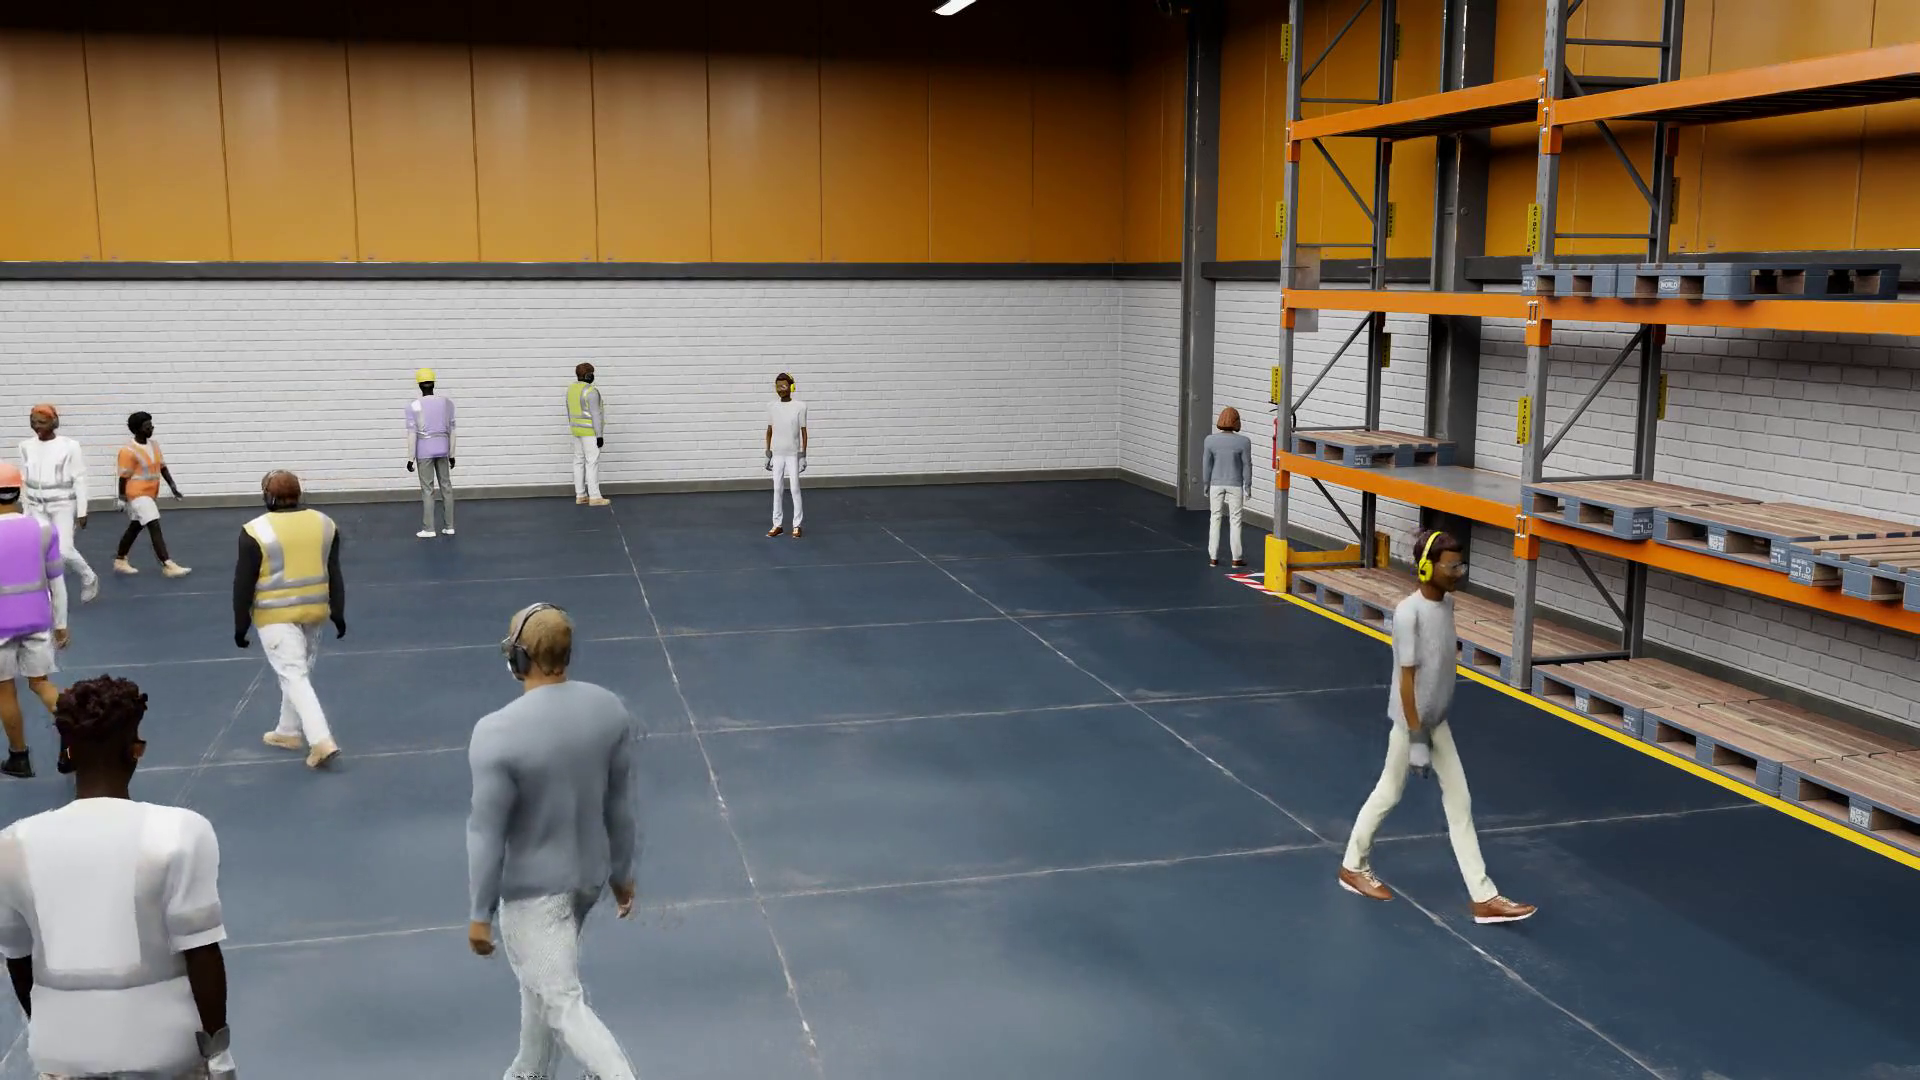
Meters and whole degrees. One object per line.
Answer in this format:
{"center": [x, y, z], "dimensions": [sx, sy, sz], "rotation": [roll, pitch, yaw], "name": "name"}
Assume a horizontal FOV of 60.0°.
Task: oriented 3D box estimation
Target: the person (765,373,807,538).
{"center": [-1.971, -0.953, 18.804], "dimensions": [0.514, 1.872, 0.328], "rotation": [2, 9, 14], "name": "person"}

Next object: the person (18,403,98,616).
{"center": [-7.926, -0.276, 14.598], "dimensions": [0.576, 1.871, 0.524], "rotation": [1, 9, 6], "name": "person"}

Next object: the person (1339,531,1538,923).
{"center": [2.179, 0.856, 7.678], "dimensions": [0.994, 1.813, 0.553], "rotation": [9, 13, 44], "name": "person"}

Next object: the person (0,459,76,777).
{"center": [-5.472, 0.487, 9.698], "dimensions": [0.668, 1.915, 0.547], "rotation": [7, 11, 37], "name": "person"}

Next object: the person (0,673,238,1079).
{"center": [-2.239, 1.305, 4.551], "dimensions": [0.627, 1.917, 0.975], "rotation": [-1, 9, -5], "name": "person"}

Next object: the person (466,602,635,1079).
{"center": [-1.317, 1.152, 5.565], "dimensions": [0.964, 1.910, 0.632], "rotation": [5, 11, 31], "name": "person"}

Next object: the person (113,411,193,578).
{"center": [-8.022, -0.444, 16.329], "dimensions": [0.901, 1.646, 0.530], "rotation": [0, 9, 3], "name": "person"}

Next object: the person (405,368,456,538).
{"center": [-5.987, -0.981, 18.807], "dimensions": [0.589, 1.924, 0.384], "rotation": [-9, 13, -44], "name": "person"}

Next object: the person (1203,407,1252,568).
{"center": [2.718, -0.533, 16.911], "dimensions": [0.507, 1.632, 0.265], "rotation": [4, 10, 23], "name": "person"}

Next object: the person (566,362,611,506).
{"center": [-4.796, -1.364, 21.449], "dimensions": [0.627, 1.846, 0.429], "rotation": [8, 12, 42], "name": "person"}

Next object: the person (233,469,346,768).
{"center": [-4.065, 0.466, 10.165], "dimensions": [0.926, 1.811, 0.650], "rotation": [7, 11, 36], "name": "person"}
